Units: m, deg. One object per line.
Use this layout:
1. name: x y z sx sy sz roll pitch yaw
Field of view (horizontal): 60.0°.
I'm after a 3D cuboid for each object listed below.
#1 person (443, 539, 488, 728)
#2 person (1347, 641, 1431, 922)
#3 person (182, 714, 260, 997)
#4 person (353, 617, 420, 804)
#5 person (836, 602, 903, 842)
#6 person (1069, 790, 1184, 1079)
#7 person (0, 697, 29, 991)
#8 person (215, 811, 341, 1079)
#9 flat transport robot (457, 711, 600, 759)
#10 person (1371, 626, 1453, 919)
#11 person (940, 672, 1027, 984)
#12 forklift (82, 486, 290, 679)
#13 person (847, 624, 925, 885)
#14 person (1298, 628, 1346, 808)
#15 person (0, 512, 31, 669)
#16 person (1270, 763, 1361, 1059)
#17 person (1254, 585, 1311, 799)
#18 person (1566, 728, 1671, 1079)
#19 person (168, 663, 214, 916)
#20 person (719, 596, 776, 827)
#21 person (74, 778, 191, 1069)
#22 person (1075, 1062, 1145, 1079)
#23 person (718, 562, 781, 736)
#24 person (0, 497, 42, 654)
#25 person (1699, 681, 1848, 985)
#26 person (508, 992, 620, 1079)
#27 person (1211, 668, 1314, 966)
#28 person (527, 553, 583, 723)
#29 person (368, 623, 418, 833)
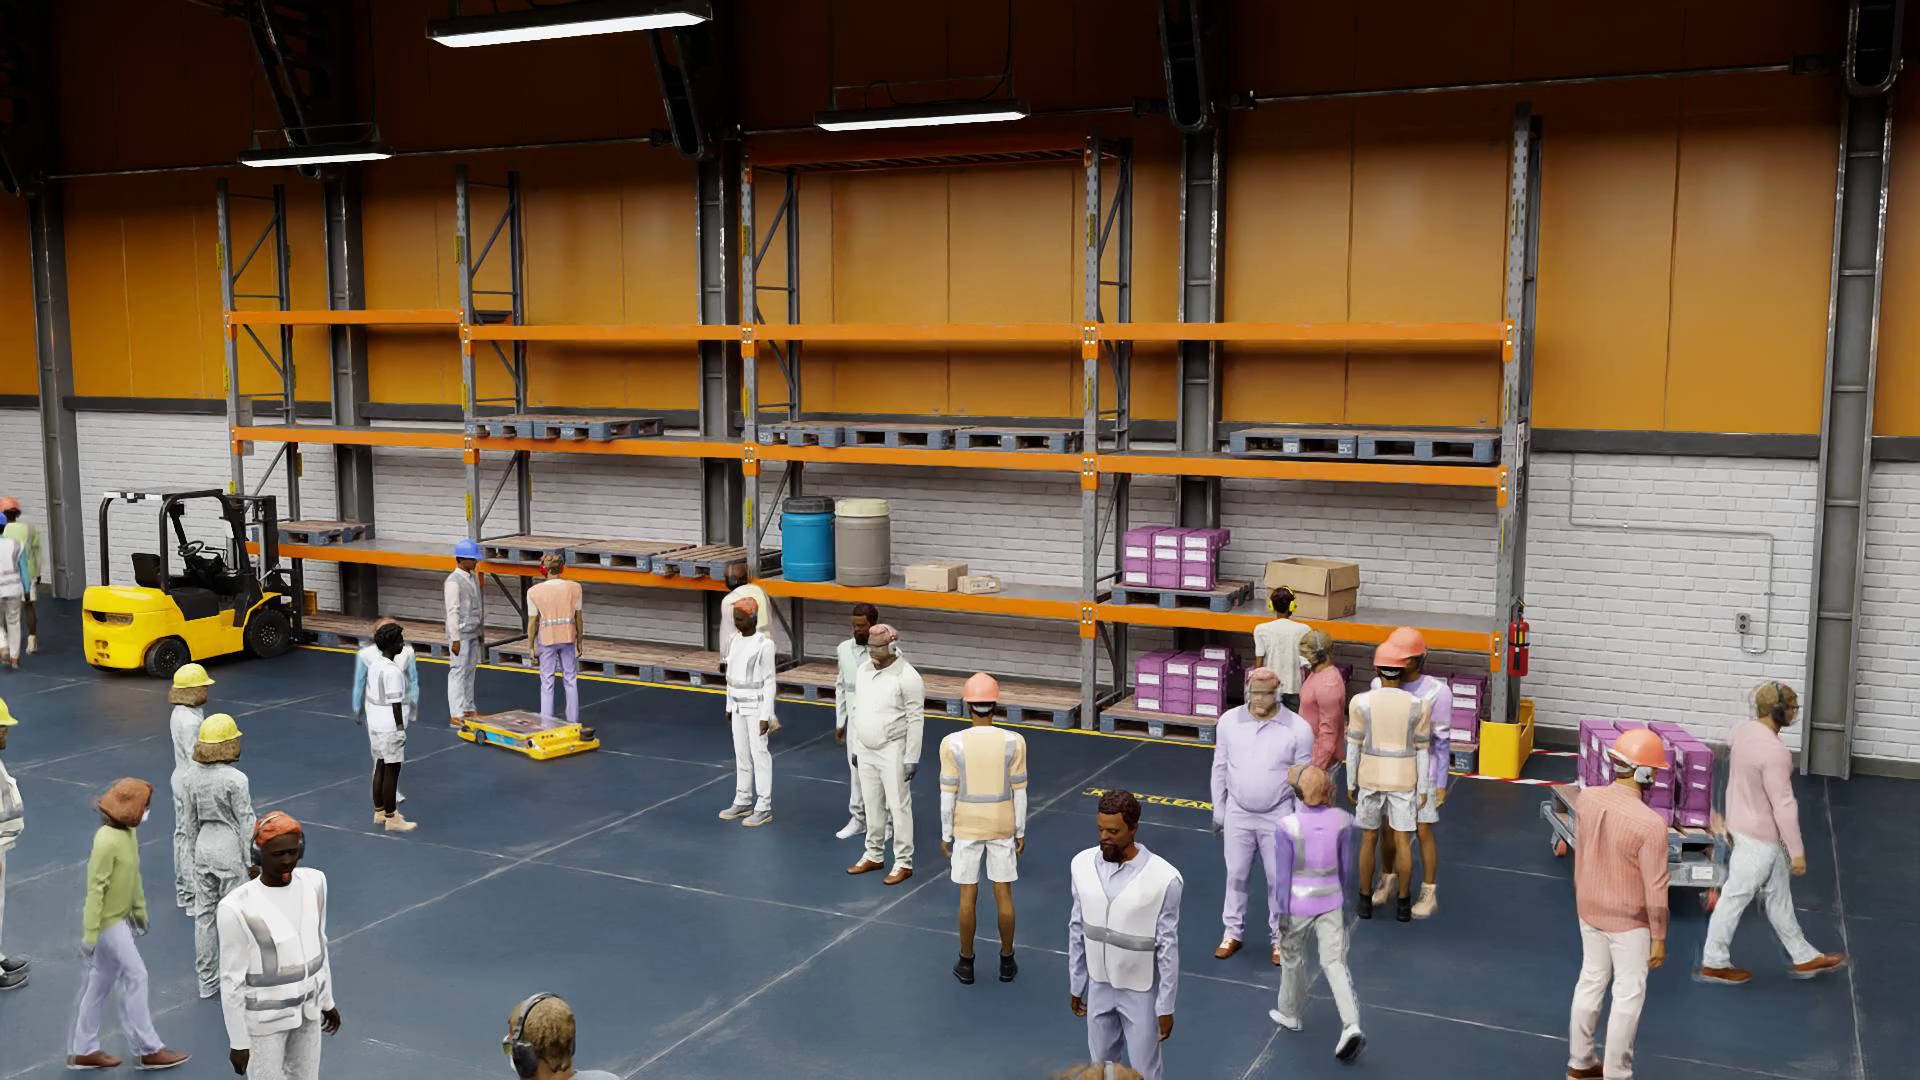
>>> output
1. person: -5.069 0.958 17.065 0.412 1.941 0.609 1 7 5
2. person: 2.932 1.646 11.411 0.554 1.929 0.389 2 7 13
3. person: -4.434 1.905 10.034 0.487 1.744 0.294 2 7 18
4. person: -4.954 1.452 14.388 0.519 1.587 0.861 -6 9 -42
5. person: -0.717 1.436 13.197 0.596 1.916 0.372 4 8 29
6. person: 0.772 2.095 7.809 0.584 1.911 0.392 5 9 36
7. person: -5.952 1.850 10.188 0.403 1.821 0.600 -4 8 -33
8. person: -3.039 2.145 7.472 0.343 1.882 0.586 3 8 25
9. flat transport robot: -4.232 1.881 16.263 1.431 0.197 0.652 6 9 40
10. person: 3.083 1.591 11.465 0.611 2.031 0.420 6 9 39
11. person: 0.142 1.779 10.293 0.542 1.936 0.364 -1 7 -5
12. forklift: -9.426 0.454 20.179 1.214 2.155 2.313 3 8 26
13. person: -0.570 1.559 12.226 0.652 1.905 0.409 6 9 41
14. person: 2.565 1.585 11.898 0.373 1.935 0.628 1 7 7
15. person: -11.459 0.620 19.919 0.630 1.924 0.662 -6 9 -40
16. person: 2.011 2.062 9.326 0.508 1.607 0.776 -2 7 -18
17. person: 2.767 1.325 14.340 0.517 1.865 0.334 1 7 4
18. person: 3.452 1.953 8.672 0.410 1.980 0.630 -3 7 -21
19. person: -5.315 1.720 11.562 0.304 1.745 0.483 -5 8 -33
20. person: -1.740 1.395 13.664 0.356 1.887 0.574 -7 10 -44
21. person: -4.523 2.093 9.071 0.726 1.590 0.552 -2 7 -15
22. person: 0.342 2.472 5.157 0.971 1.804 0.533 1 7 6
23. person: -2.085 1.122 16.214 0.462 1.818 0.641 3 8 27
24. person: -11.997 0.446 21.149 0.621 1.989 1.097 -6 9 -39
25. person: 5.026 1.811 10.156 0.955 1.897 0.660 1 7 11
26. person: -1.287 2.389 5.306 0.386 1.927 0.636 3 8 25
27. person: 1.917 1.757 10.623 0.663 1.904 0.400 3 7 21
28. person: -4.059 1.052 16.716 0.560 1.836 0.394 -4 8 -29
29. person: -4.617 1.511 13.478 0.318 1.695 0.539 -5 9 -36
